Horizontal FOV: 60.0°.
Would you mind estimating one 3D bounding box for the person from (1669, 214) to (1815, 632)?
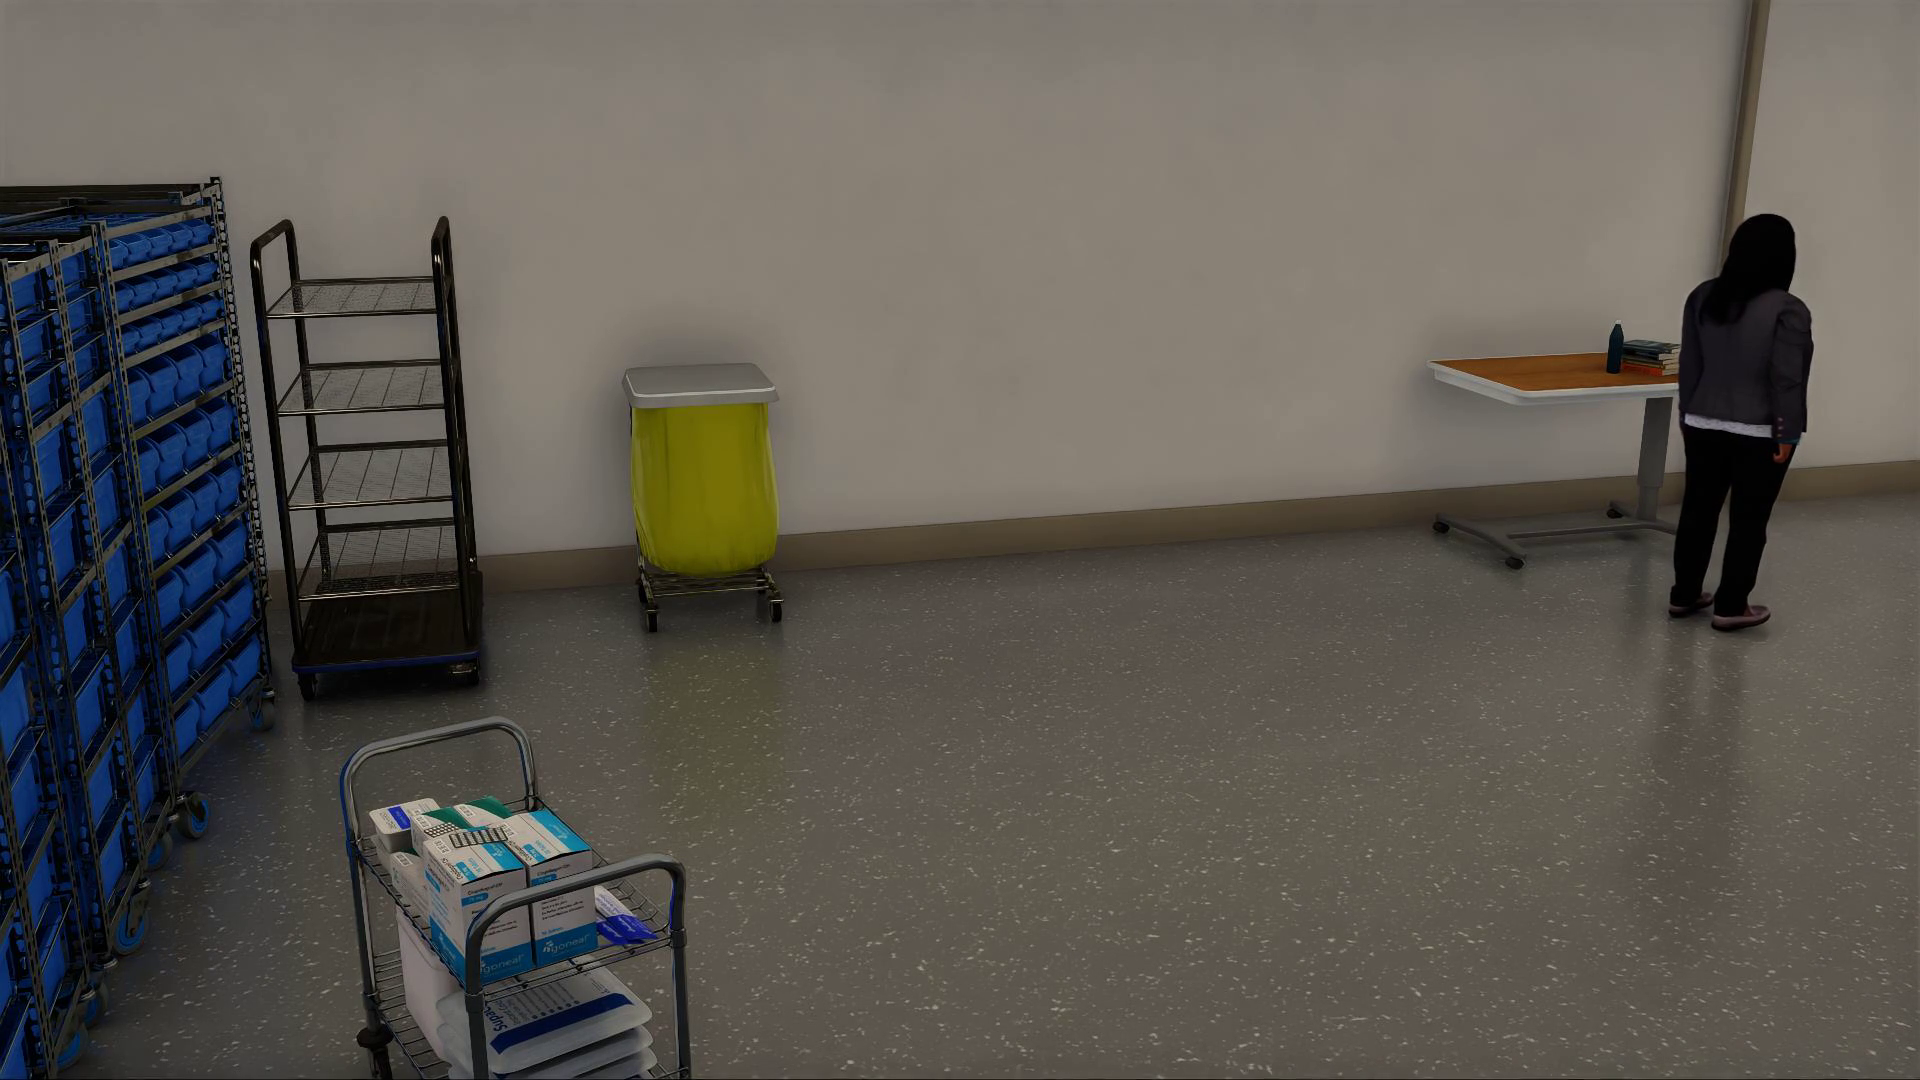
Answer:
[{"bbox_3d":[2.996,-0.447,6.410,0.749,1.599,0.744,-9,18,-30],"label":"person"}]
